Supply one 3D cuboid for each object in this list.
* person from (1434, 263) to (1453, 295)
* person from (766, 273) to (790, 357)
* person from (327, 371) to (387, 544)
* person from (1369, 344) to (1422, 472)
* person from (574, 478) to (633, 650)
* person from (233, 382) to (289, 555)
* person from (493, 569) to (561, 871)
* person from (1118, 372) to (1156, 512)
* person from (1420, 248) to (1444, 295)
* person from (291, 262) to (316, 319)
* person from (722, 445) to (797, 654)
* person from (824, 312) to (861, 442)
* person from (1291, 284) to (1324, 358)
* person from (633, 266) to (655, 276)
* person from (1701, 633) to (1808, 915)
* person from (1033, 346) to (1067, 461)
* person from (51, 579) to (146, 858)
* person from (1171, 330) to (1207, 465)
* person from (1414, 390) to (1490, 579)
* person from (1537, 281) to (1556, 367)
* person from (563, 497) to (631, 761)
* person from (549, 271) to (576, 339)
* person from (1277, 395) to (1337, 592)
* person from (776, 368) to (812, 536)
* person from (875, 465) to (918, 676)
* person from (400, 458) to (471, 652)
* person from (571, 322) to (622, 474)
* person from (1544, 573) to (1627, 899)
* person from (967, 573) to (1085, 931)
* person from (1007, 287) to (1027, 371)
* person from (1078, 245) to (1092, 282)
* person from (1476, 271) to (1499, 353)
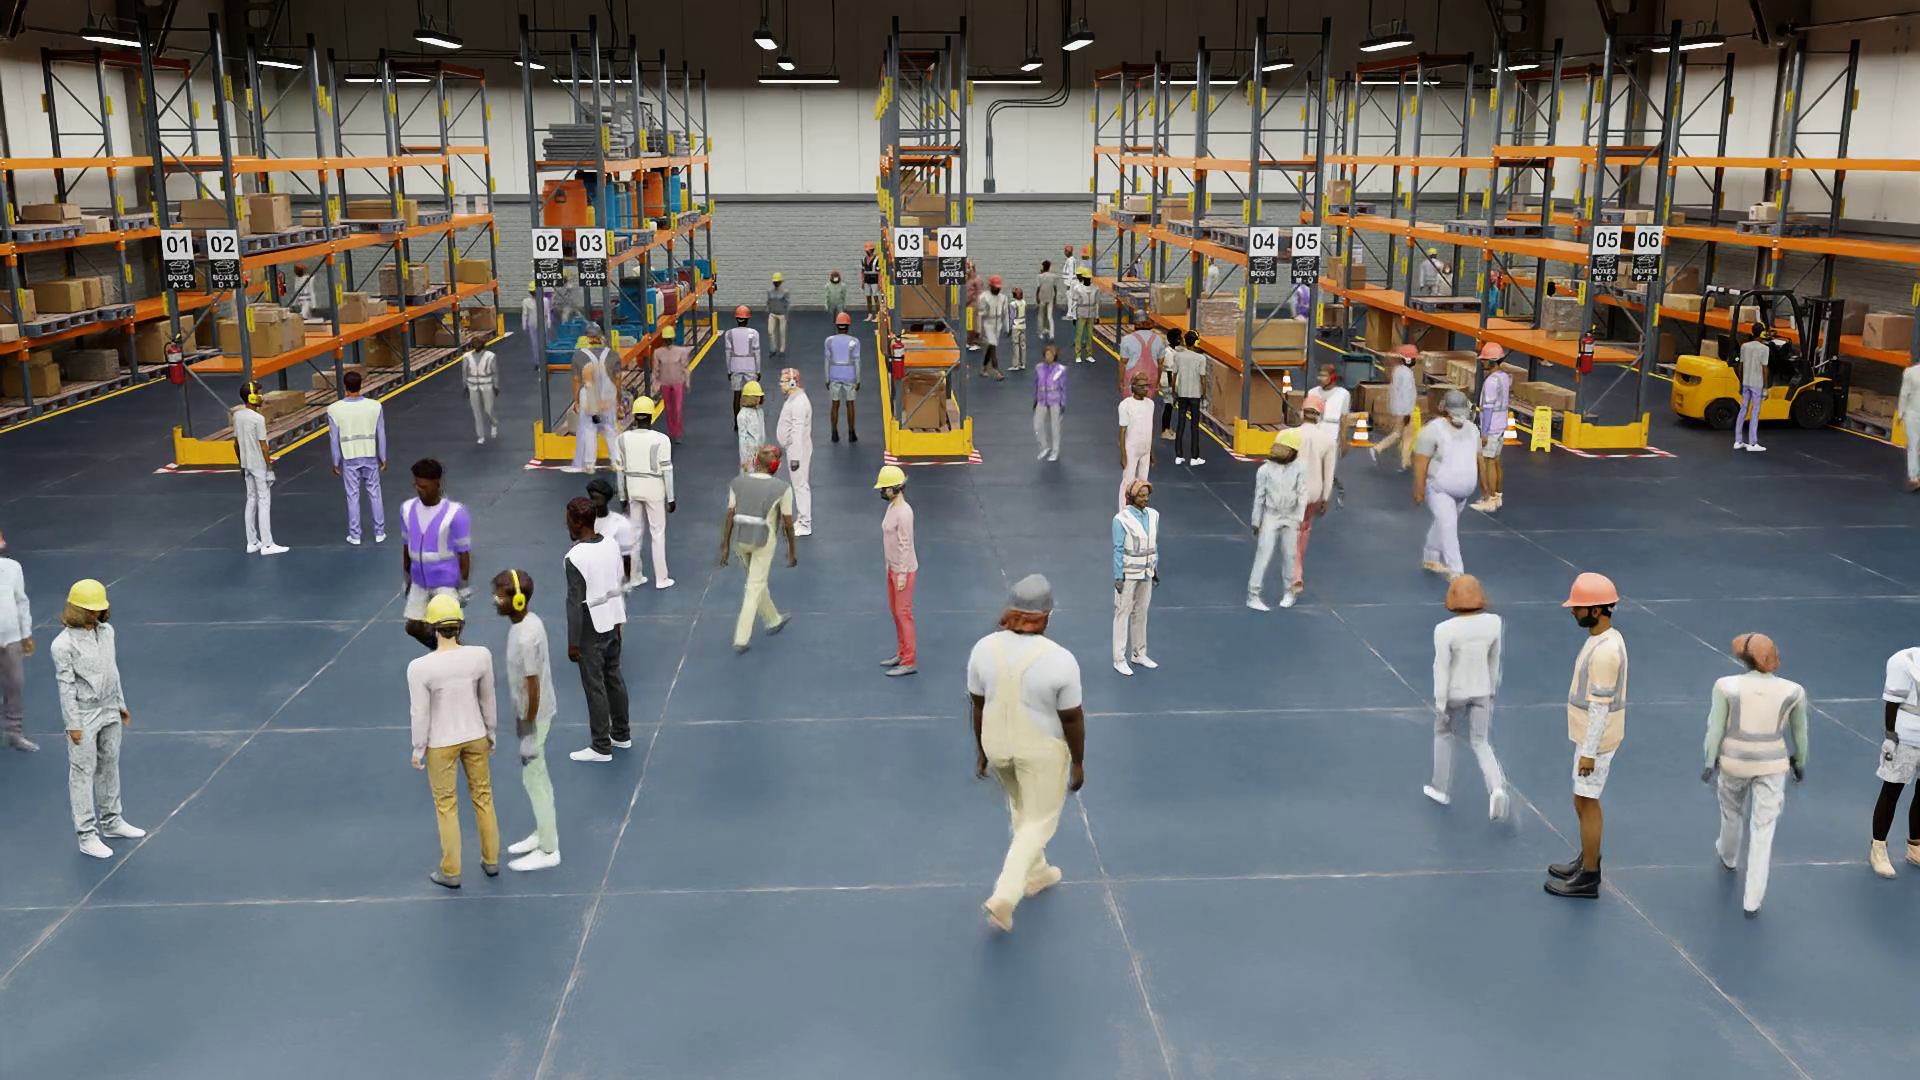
[{"bbox_3d":[11.695,-5.853,40.012,0.522,1.581,0.842,2,13,8],"label":"person"},{"bbox_3d":[-3.835,-4.698,34.774,0.547,1.747,0.591,4,14,15],"label":"person"},{"bbox_3d":[-6.636,-0.907,18.372,0.591,1.919,0.392,-7,15,-27],"label":"person"},{"bbox_3d":[5.933,-1.783,22.486,0.597,1.736,0.566,0,13,1],"label":"person"},{"bbox_3d":[-2.917,0.300,13.732,0.543,1.678,0.478,4,14,18],"label":"person"},{"bbox_3d":[-7.570,-0.773,17.916,0.537,1.865,0.312,8,16,31],"label":"person"},{"bbox_3d":[-2.614,1.074,10.085,0.327,1.867,0.588,-4,14,-17],"label":"person"},{"bbox_3d":[2.012,-0.982,18.848,0.508,1.846,0.345,-10,17,-37],"label":"person"},{"bbox_3d":[12.111,-6.547,42.509,0.678,1.804,0.521,8,16,31],"label":"person"},{"bbox_3d":[-14.511,-5.247,36.946,0.580,1.859,0.896,12,18,41],"label":"person"},{"bbox_3d":[-1.740,0.063,14.599,0.569,1.761,1.026,6,14,22],"label":"person"},{"bbox_3d":[-1.738,-2.416,24.754,0.540,1.930,0.378,1,13,5],"label":"person"},{"bbox_3d":[7.202,-4.614,34.340,0.628,1.794,0.937,-1,13,-3],"label":"person"},{"bbox_3d":[-7.836,-6.238,41.307,0.570,1.751,0.329,-5,14,-22],"label":"person"},{"bbox_3d":[4.622,1.307,9.690,0.575,1.580,0.873,4,14,17],"label":"person"},{"bbox_3d":[1.250,-1.892,23.175,0.539,1.619,0.433,7,15,28],"label":"person"},{"bbox_3d":[-5.346,1.087,10.320,0.311,1.735,0.484,3,14,11],"label":"person"},{"bbox_3d":[3.170,-1.967,22.969,0.538,1.869,0.312,8,15,29],"label":"person"},{"bbox_3d":[4.963,-0.582,16.735,0.733,2.000,1.017,-7,15,-26],"label":"person"},{"bbox_3d":[11.773,-4.327,33.332,0.316,1.697,0.540,1,13,6],"label":"person"},{"bbox_3d":[-2.598,0.631,11.886,0.397,1.910,0.587,4,14,18],"label":"person"},{"bbox_3d":[-8.734,-5.055,36.428,0.487,1.692,0.942,7,15,28],"label":"person"},{"bbox_3d":[3.414,-0.477,16.560,0.618,1.926,1.078,0,13,2],"label":"person"},{"bbox_3d":[-1.872,-0.994,18.803,0.399,1.900,0.635,-2,13,-9],"label":"person"},{"bbox_3d":[-0.530,0.246,13.842,0.342,1.756,0.534,-4,14,-15],"label":"person"},{"bbox_3d":[-4.144,0.309,13.134,0.630,1.955,0.426,4,14,16],"label":"person"},{"bbox_3d":[-4.905,-1.917,22.390,0.684,2.000,0.535,-7,15,-27],"label":"person"},{"bbox_3d":[3.664,1.136,9.720,0.390,1.923,0.549,4,14,18],"label":"person"},{"bbox_3d":[0.366,1.156,9.371,0.689,2.000,0.935,9,16,34],"label":"person"},{"bbox_3d":[1.129,-4.149,32.693,0.308,1.645,0.515,11,17,38],"label":"person"},{"bbox_3d":[3.011,-6.175,40.498,0.481,2.004,0.661,-5,14,-21],"label":"person"},{"bbox_3d":[11.226,-4.839,35.372,0.569,1.755,0.318,-7,15,-27],"label":"person"}]
